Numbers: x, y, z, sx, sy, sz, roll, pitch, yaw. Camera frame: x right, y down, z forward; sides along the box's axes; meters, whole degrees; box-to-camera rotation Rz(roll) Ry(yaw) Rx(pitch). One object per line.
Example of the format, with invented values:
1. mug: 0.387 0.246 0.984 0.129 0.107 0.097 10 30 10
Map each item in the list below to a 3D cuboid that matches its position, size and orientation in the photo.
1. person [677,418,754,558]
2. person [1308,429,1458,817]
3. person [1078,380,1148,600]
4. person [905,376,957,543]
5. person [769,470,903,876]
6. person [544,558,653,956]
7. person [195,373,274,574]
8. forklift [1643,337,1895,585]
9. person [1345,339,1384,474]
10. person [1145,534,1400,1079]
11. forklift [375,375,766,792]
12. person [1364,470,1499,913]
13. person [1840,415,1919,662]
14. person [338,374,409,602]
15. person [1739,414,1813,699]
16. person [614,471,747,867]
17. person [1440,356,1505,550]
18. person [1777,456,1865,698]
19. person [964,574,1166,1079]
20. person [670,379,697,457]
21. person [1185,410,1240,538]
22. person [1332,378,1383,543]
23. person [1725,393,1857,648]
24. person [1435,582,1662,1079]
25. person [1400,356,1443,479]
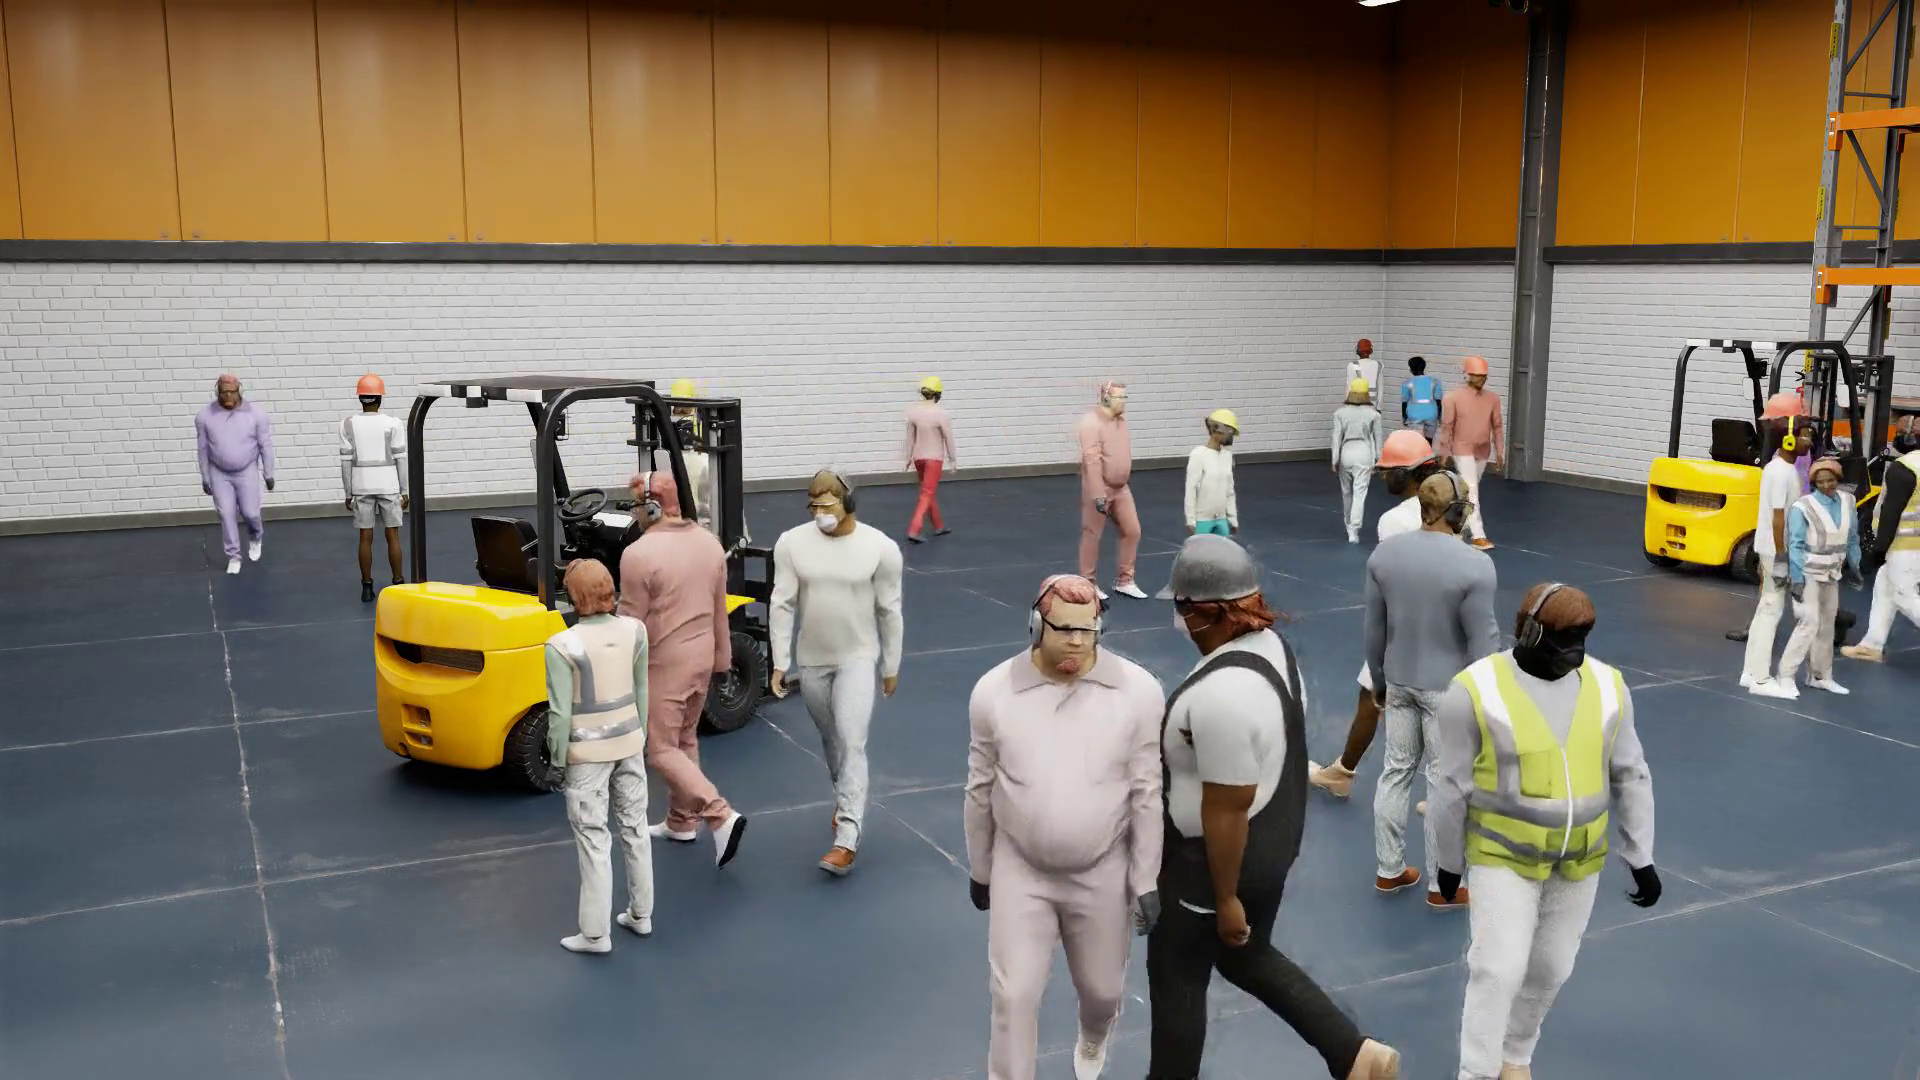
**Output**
1. person: -1.820 -0.026 12.032 0.887 1.790 0.594 -8 12 -41
2. person: 2.250 0.431 8.556 0.635 1.995 1.012 -7 11 -36
3. person: 1.306 -0.404 14.080 0.725 1.880 0.654 9 13 43
4. person: -0.324 -0.842 17.311 0.542 1.720 0.919 6 11 35
5. person: -0.594 0.587 8.004 0.622 1.881 1.026 2 9 13
6. person: -1.478 0.887 6.834 0.315 1.636 0.514 7 12 38
7. person: -6.765 -0.633 15.557 0.652 1.878 0.582 -3 10 -16
8. forklift: 7.551 -0.789 15.507 2.313 2.155 1.214 -4 10 -25
9. person: 5.558 -1.831 22.929 0.584 1.881 0.339 -3 10 -19
10. person: 0.918 0.945 5.221 0.821 2.000 0.679 5 11 30
11. forklift: -2.268 0.149 9.685 1.214 2.155 2.313 6 11 32
12. person: 2.066 0.658 7.323 0.351 1.936 0.634 -8 12 -40
13. person: 6.699 0.027 11.647 0.619 1.812 0.866 -7 12 -38
14. person: -4.957 -0.438 14.116 0.543 1.939 0.361 -2 9 -10
15. person: 5.412 0.103 10.987 0.318 1.871 0.530 4 10 22
16. person: -1.293 0.608 7.832 0.748 1.876 0.665 5 10 28
17. person: 5.263 -0.912 17.066 0.631 1.945 1.010 -2 9 -14
18. person: 5.625 0.247 10.884 0.566 1.613 0.356 -4 10 -24
19. person: 0.329 1.012 5.314 0.647 1.885 0.800 1 9 5
20. person: -2.593 -0.575 15.388 0.623 1.800 0.792 3 10 17
21. person: 1.930 -0.147 13.000 0.609 1.726 0.358 -8 12 -41
22. person: 4.148 -0.840 17.365 0.504 1.691 0.919 3 10 18
23. person: 6.207 -0.129 12.299 0.808 1.915 0.546 5 11 30
24. person: 1.875 1.027 5.411 0.641 1.813 0.624 -1 9 -8
25. person: 6.240 -1.657 22.549 0.566 1.644 0.816 0 9 0
